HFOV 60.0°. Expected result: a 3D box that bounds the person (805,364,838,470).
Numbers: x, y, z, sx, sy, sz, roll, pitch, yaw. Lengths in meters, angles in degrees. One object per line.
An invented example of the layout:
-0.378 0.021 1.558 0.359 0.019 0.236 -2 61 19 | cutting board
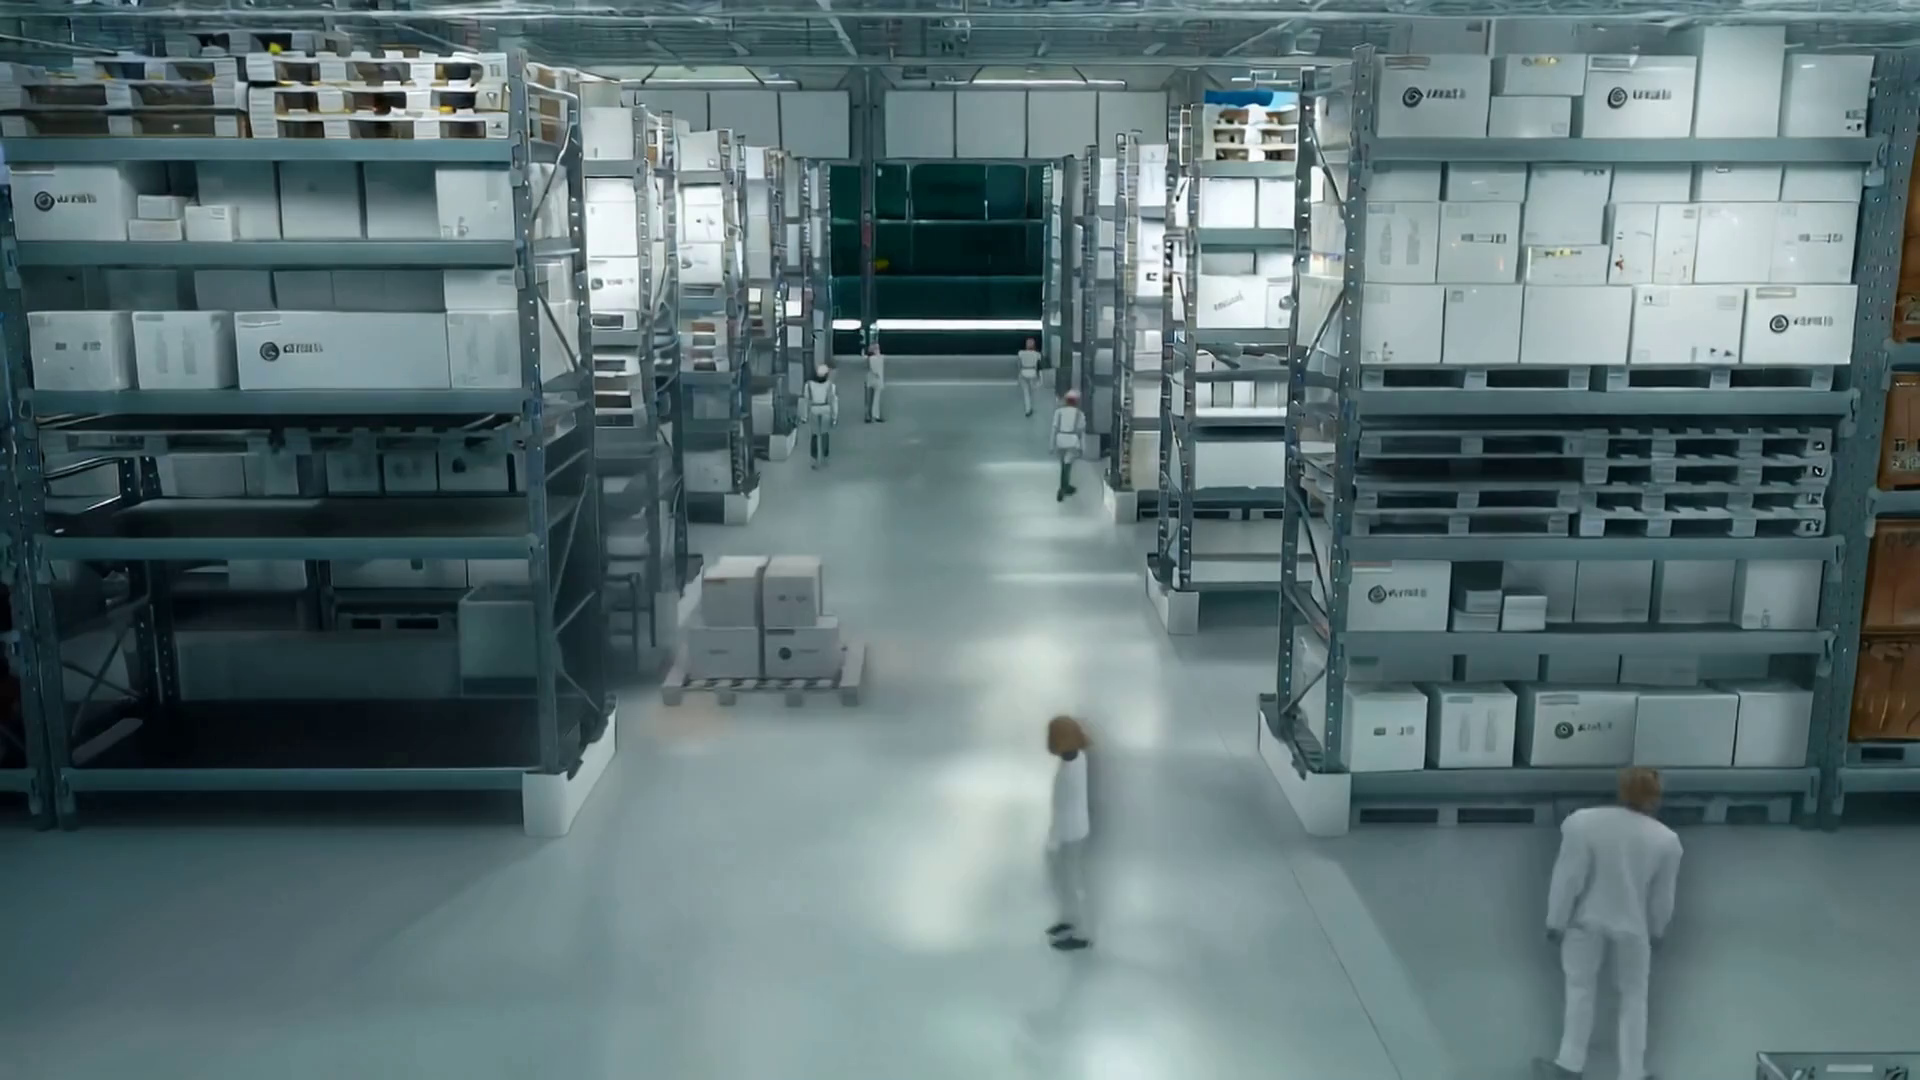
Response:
-2.634 -2.334 31.480 0.650 1.986 1.041 0 11 1 | person

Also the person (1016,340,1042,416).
1.648 -3.853 39.516 0.575 1.800 0.959 -1 11 -6 | person

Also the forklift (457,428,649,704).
-4.060 0.181 16.804 1.873 2.768 1.129 0 11 -1 | forklift

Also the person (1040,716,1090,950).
0.674 1.963 11.100 0.449 1.613 0.513 2 12 11 | person

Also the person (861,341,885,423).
-1.964 -3.628 38.162 0.635 1.893 0.394 -9 14 -37 | person

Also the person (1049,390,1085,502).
1.847 -1.614 28.233 0.595 1.862 0.975 6 13 25 | person

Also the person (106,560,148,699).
-8.284 0.833 16.516 0.319 1.698 0.532 -11 16 -43 | person

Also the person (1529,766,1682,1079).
3.622 2.189 9.335 0.728 1.895 0.359 2 12 8 | person
